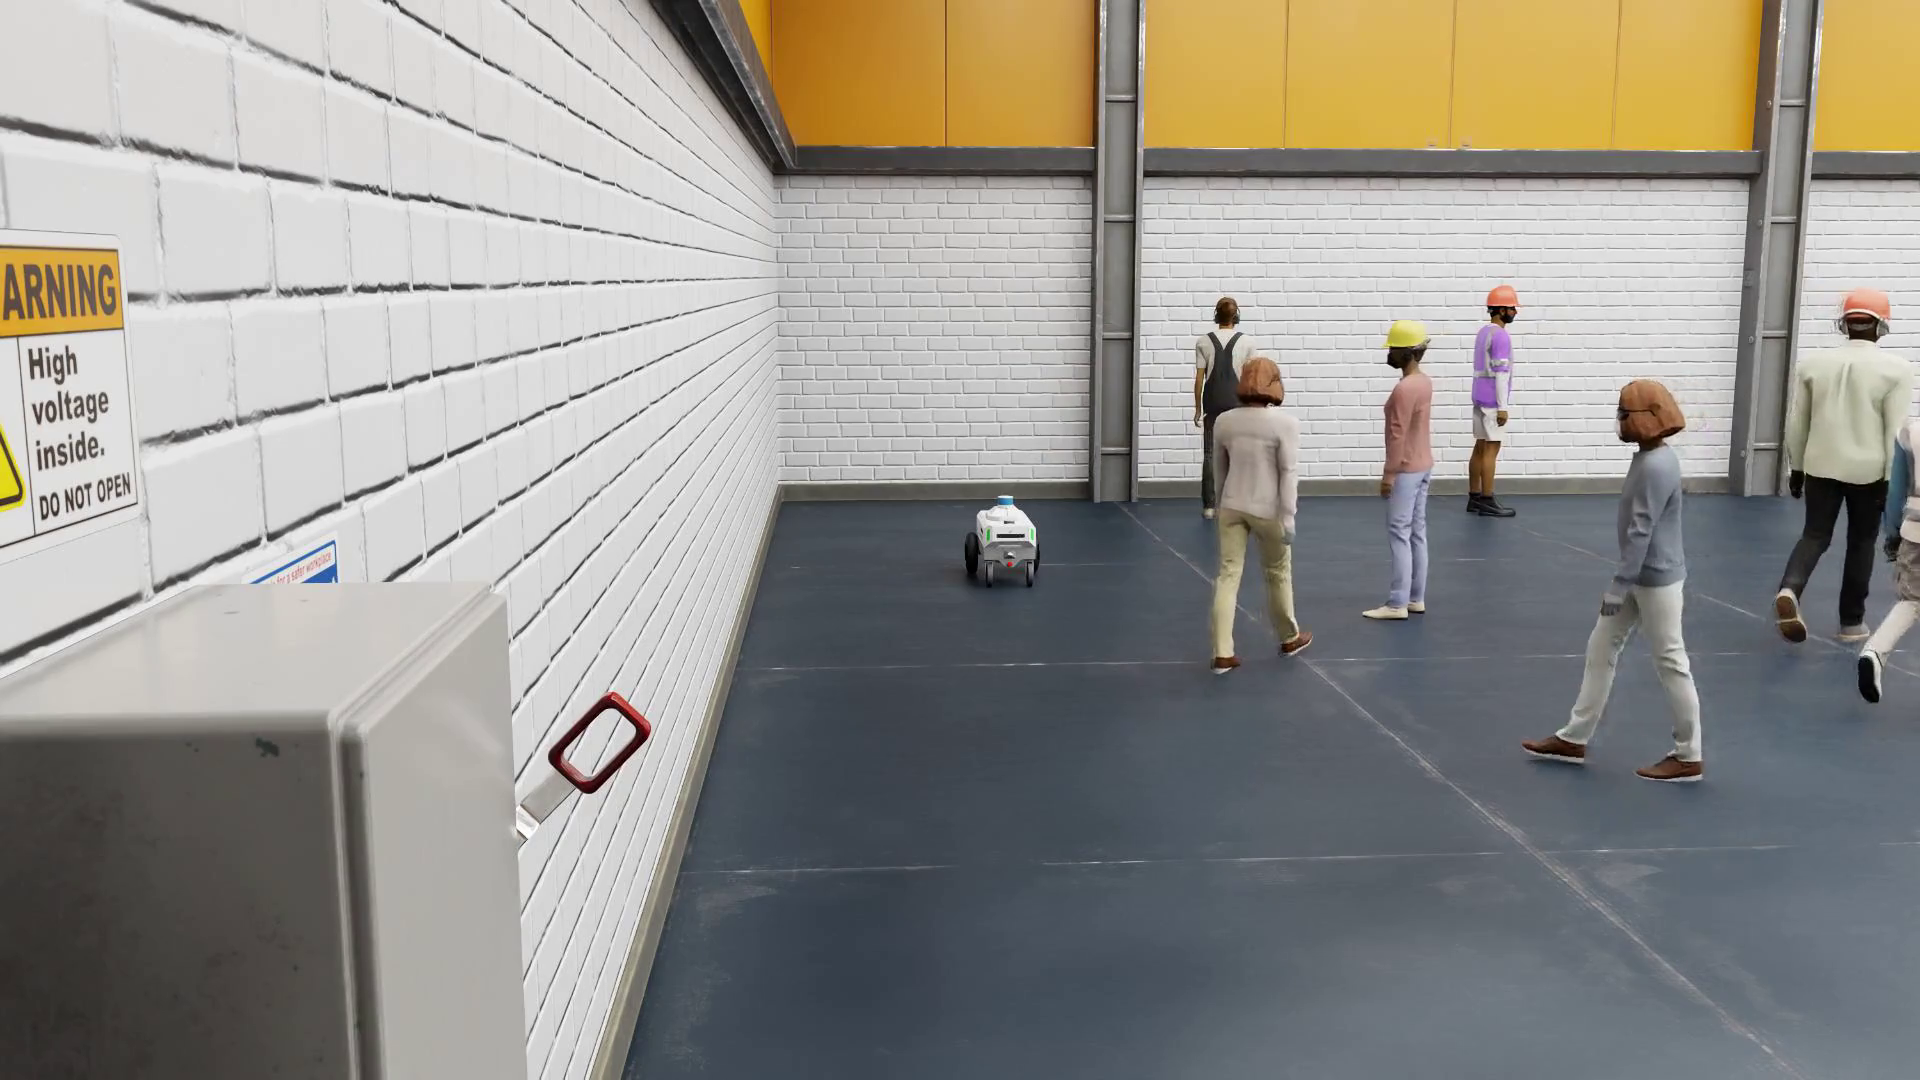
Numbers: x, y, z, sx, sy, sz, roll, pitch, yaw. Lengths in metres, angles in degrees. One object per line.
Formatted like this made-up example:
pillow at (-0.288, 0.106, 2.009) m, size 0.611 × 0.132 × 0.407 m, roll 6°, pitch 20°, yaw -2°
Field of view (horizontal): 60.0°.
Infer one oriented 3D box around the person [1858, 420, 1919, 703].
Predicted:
person at (4.473, 0.005, 7.641) m, size 0.612 × 1.623 × 0.521 m, roll -5°, pitch 10°, yaw -29°

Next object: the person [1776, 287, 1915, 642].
person at (4.762, -0.386, 9.021) m, size 0.829 × 1.968 × 0.627 m, roll -8°, pitch 12°, yaw -41°

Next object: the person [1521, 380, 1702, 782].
person at (2.639, 0.168, 6.651) m, size 0.769 × 1.599 × 0.510 m, roll 2°, pitch 9°, yaw 13°

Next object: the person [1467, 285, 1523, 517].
person at (4.508, -1.169, 14.016) m, size 0.378 × 1.938 × 0.547 m, roll 0°, pitch 9°, yaw -2°

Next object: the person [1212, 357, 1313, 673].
person at (1.569, -0.141, 8.624) m, size 0.524 × 1.596 × 0.820 m, roll 7°, pitch 11°, yaw 37°

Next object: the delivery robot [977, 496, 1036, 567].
delivery robot at (0.302, -0.051, 11.037) m, size 0.477 × 0.478 × 0.707 m, roll -1°, pitch 9°, yaw -4°

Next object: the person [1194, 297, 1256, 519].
person at (2.198, -1.087, 13.801) m, size 0.517 × 1.842 × 0.325 m, roll 2°, pitch 9°, yaw 15°

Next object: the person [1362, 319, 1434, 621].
person at (2.607, -0.409, 9.791) m, size 0.328 × 1.767 × 0.526 m, roll 6°, pitch 11°, yaw 32°
